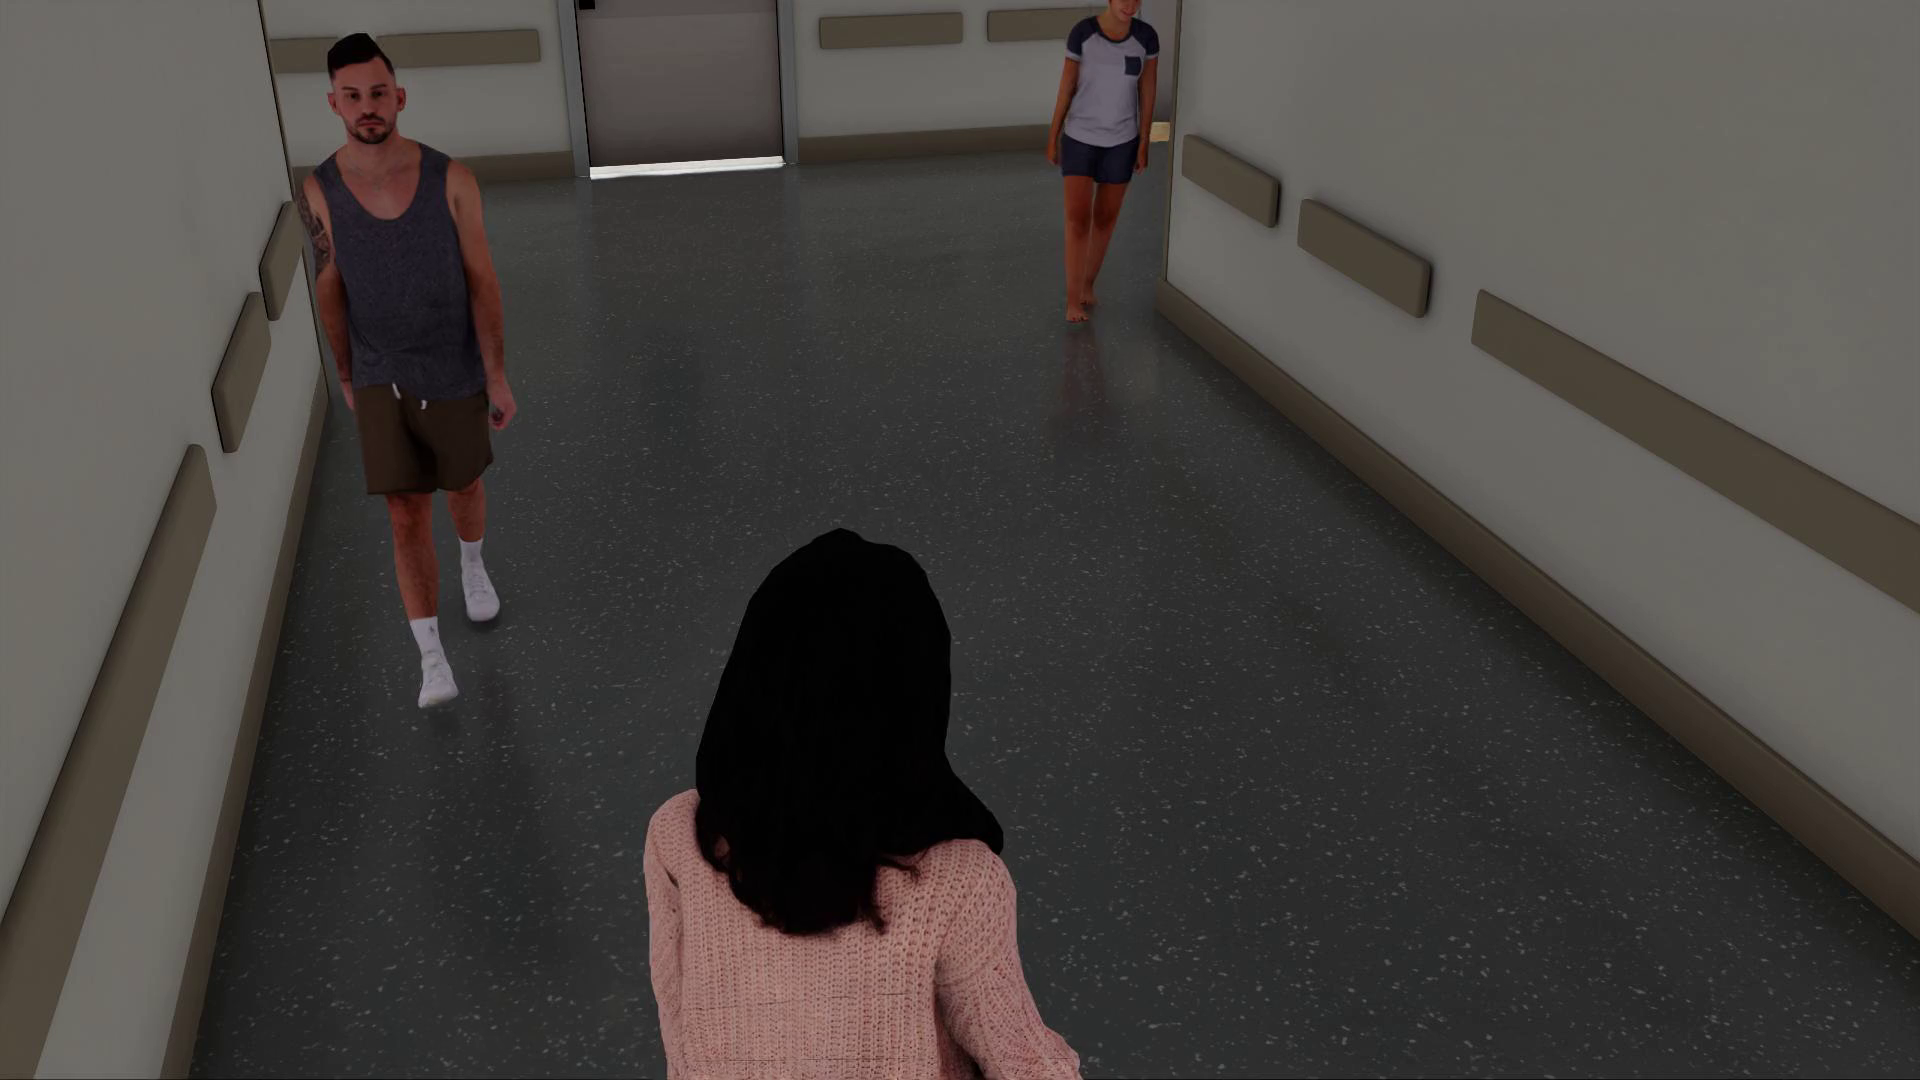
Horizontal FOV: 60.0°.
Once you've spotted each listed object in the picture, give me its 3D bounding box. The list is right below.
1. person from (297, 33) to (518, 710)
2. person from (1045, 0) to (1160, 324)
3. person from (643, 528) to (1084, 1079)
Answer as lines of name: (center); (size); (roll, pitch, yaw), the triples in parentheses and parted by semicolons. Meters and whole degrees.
person: (-1.513, -0.491, 4.722); (1.097, 1.790, 0.721); (-8, 27, -15)
person: (0.638, -1.846, 7.698); (0.778, 1.602, 0.760); (-2, 26, -3)
person: (-0.161, 0.847, 1.949); (0.995, 1.746, 1.066); (15, 30, 28)
